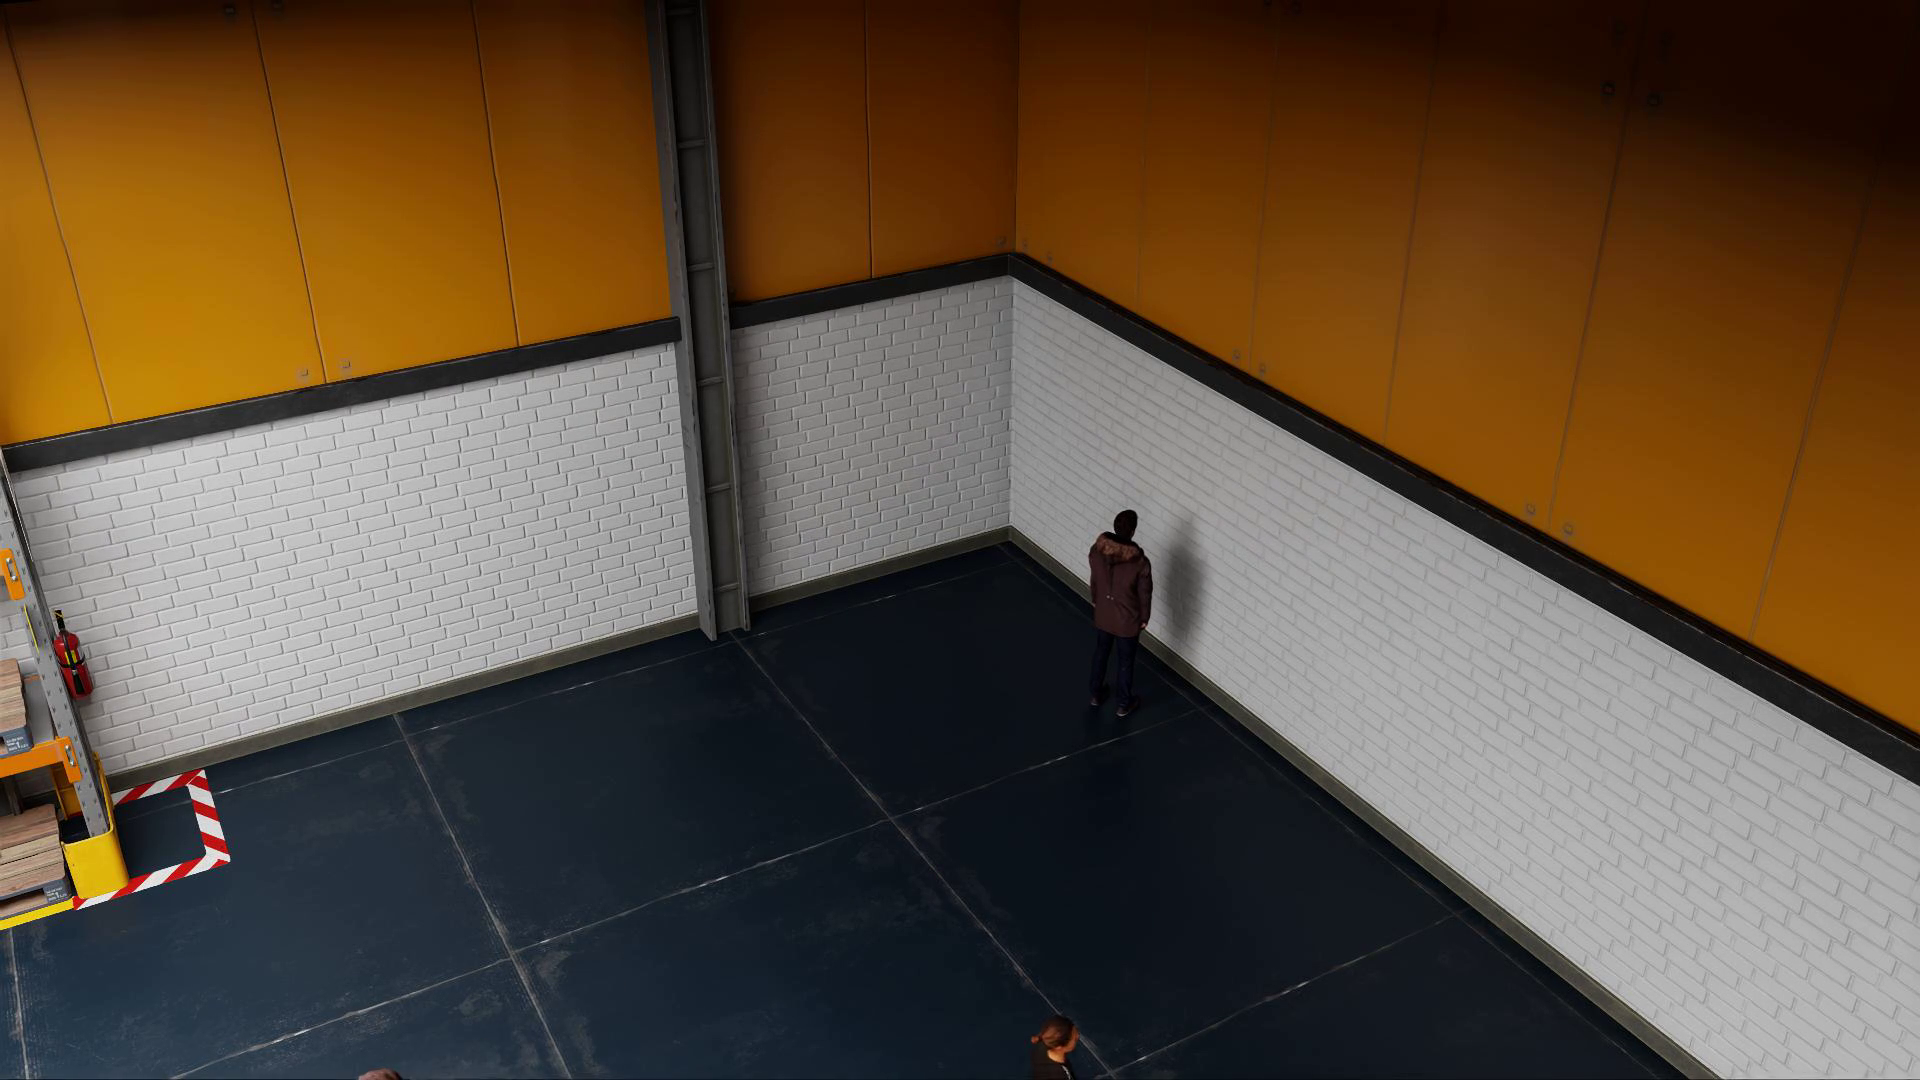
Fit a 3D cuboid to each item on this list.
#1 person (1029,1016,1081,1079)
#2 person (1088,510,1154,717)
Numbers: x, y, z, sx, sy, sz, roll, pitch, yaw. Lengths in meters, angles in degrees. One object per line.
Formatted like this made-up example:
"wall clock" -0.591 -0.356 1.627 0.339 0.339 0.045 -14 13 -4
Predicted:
"person" 0.439 3.264 9.158 0.734 1.658 0.641 -11 30 -19
"person" 1.317 0.600 13.850 0.841 1.842 0.810 20 34 32
